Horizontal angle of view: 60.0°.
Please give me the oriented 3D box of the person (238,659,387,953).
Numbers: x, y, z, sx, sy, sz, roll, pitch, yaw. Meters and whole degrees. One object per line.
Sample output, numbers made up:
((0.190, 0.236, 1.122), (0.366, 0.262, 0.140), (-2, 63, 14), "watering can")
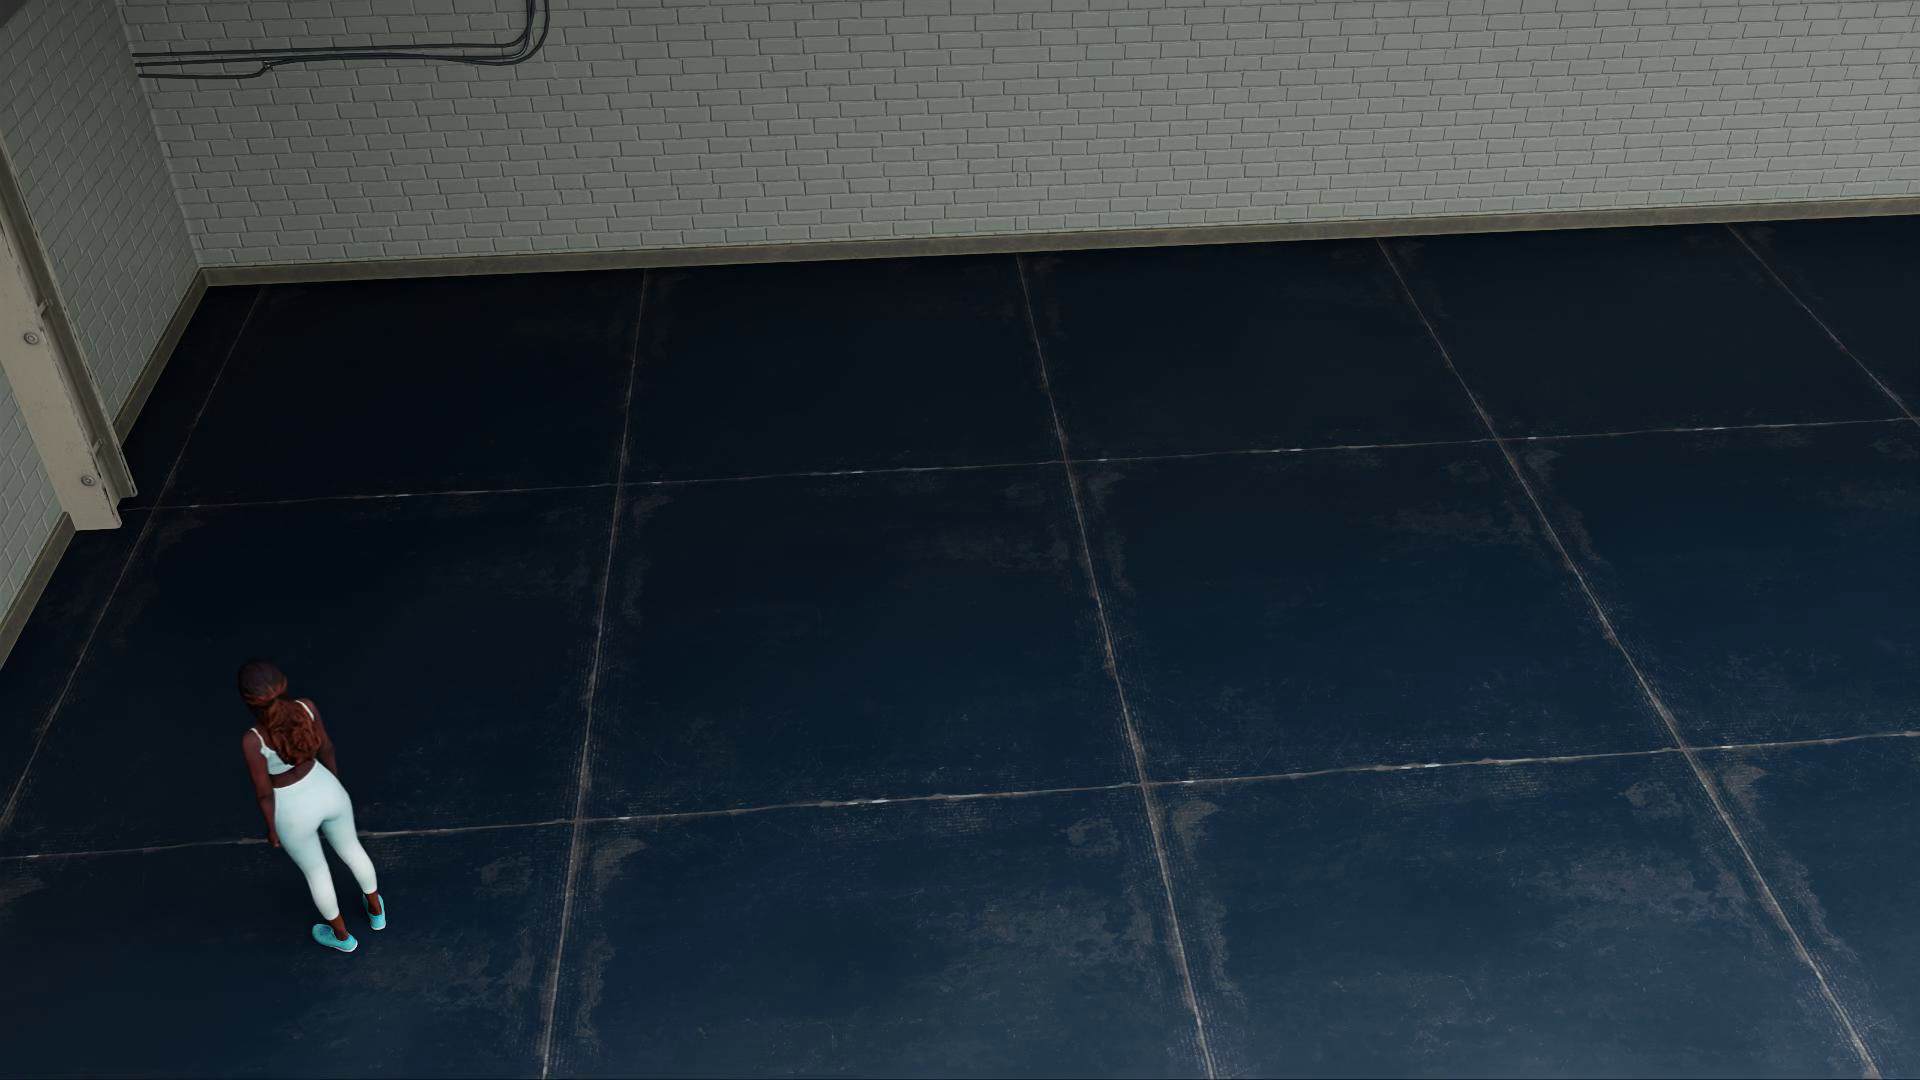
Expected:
((-2.989, 1.225, 7.617), (0.711, 1.723, 0.645), (25, 45, 29), "person")
